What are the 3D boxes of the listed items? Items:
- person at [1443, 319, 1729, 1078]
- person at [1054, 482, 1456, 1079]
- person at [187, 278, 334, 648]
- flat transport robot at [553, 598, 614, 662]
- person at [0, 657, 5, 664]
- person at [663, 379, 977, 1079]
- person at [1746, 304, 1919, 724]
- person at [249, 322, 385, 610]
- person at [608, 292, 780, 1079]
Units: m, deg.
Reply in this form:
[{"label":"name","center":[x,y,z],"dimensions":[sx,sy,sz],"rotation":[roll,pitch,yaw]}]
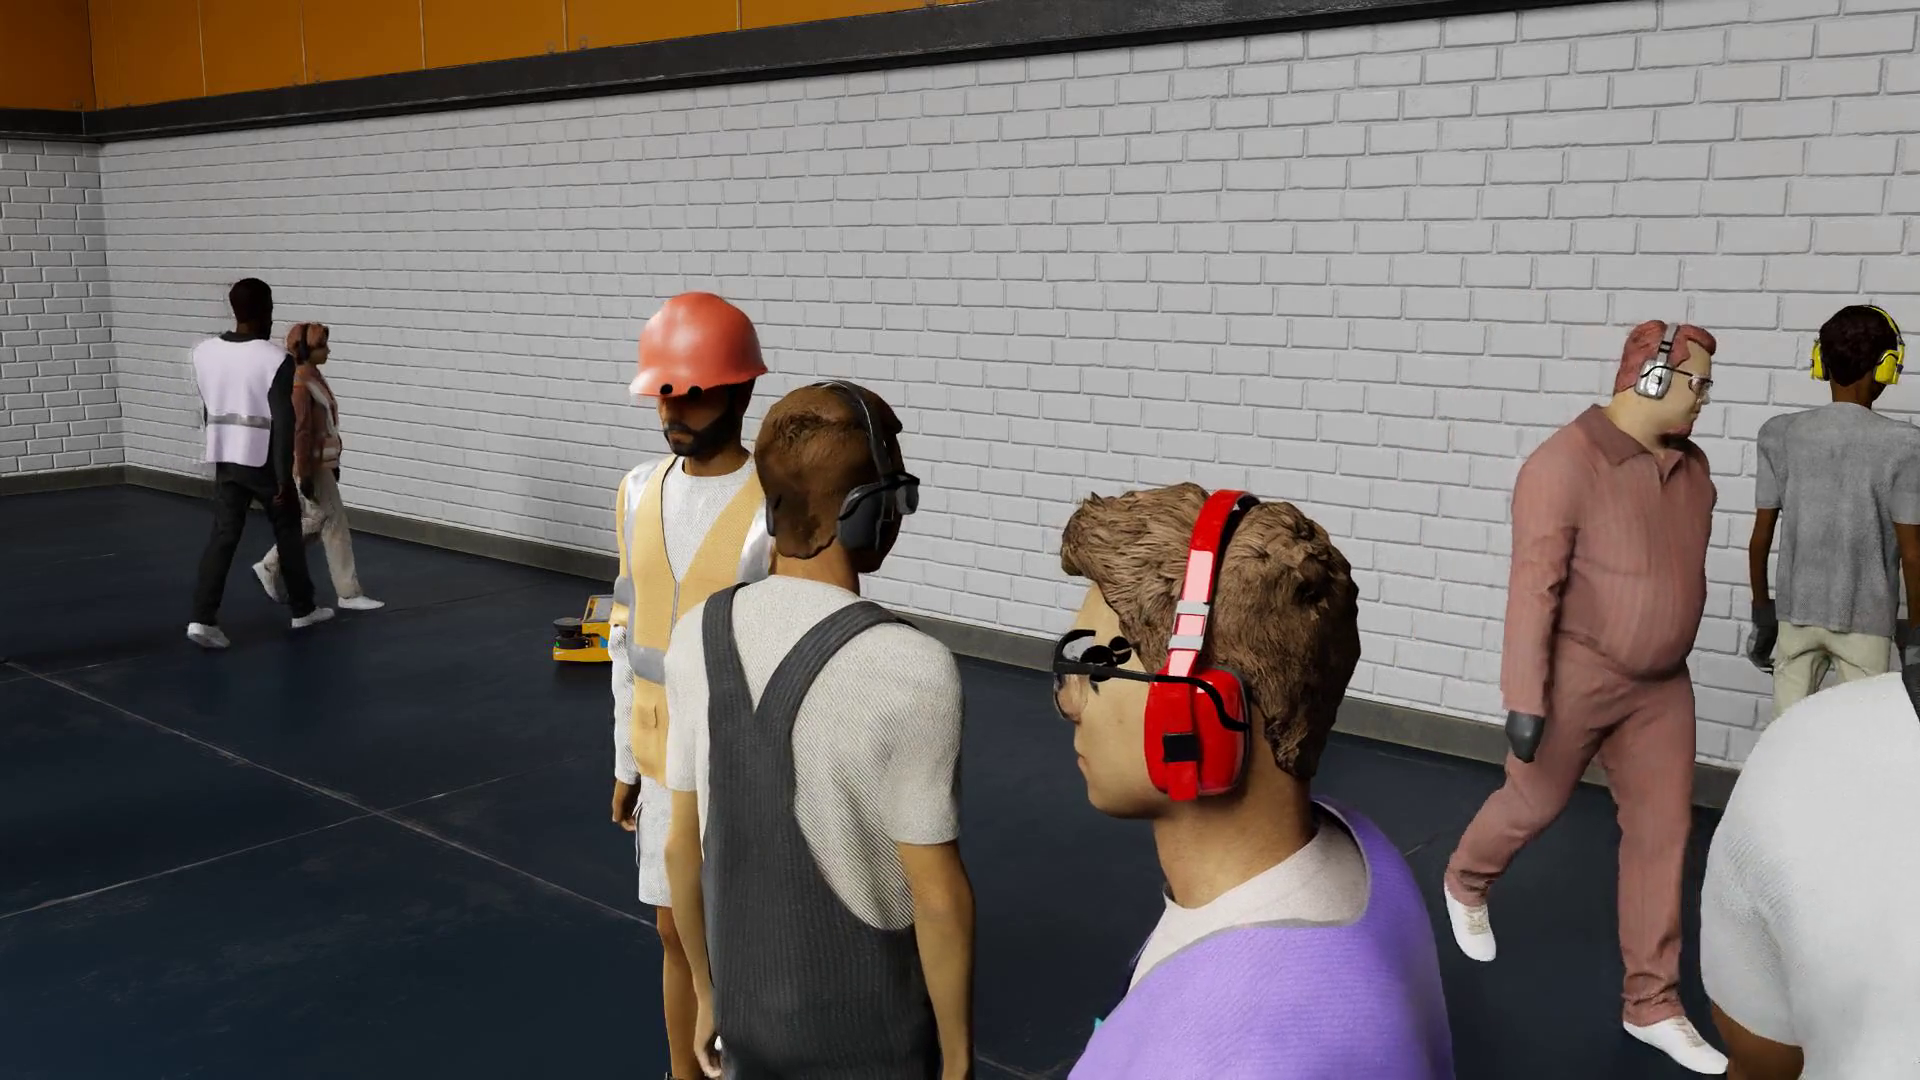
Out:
[{"label":"person","center":[1.659,0.342,4.394],"dimensions":[0.685,1.852,0.982],"rotation":[-4,11,-21]},{"label":"person","center":[0.241,0.871,1.375],"dimensions":[0.387,1.845,0.565],"rotation":[3,10,18]},{"label":"person","center":[-3.665,-0.404,8.559],"dimensions":[0.605,1.879,0.966],"rotation":[2,10,12]},{"label":"flat transport robot","center":[-1.303,0.422,8.412],"dimensions":[1.431,0.197,0.652],"rotation":[-2,10,-9]},{"label":"person","center":[-4.742,-0.223,7.837],"dimensions":[0.322,1.765,0.533],"rotation":[-3,10,-17]},{"label":"person","center":[-0.188,0.695,2.384],"dimensions":[0.515,1.842,0.328],"rotation":[7,12,34]},{"label":"person","center":[2.537,0.259,4.811],"dimensions":[0.328,1.865,0.508],"rotation":[-8,13,-39]},{"label":"person","center":[-3.622,-0.402,9.259],"dimensions":[0.679,1.619,0.535],"rotation":[-3,10,-16]},{"label":"person","center":[-0.511,0.463,3.445],"dimensions":[0.542,1.936,0.362],"rotation":[5,11,26]}]
